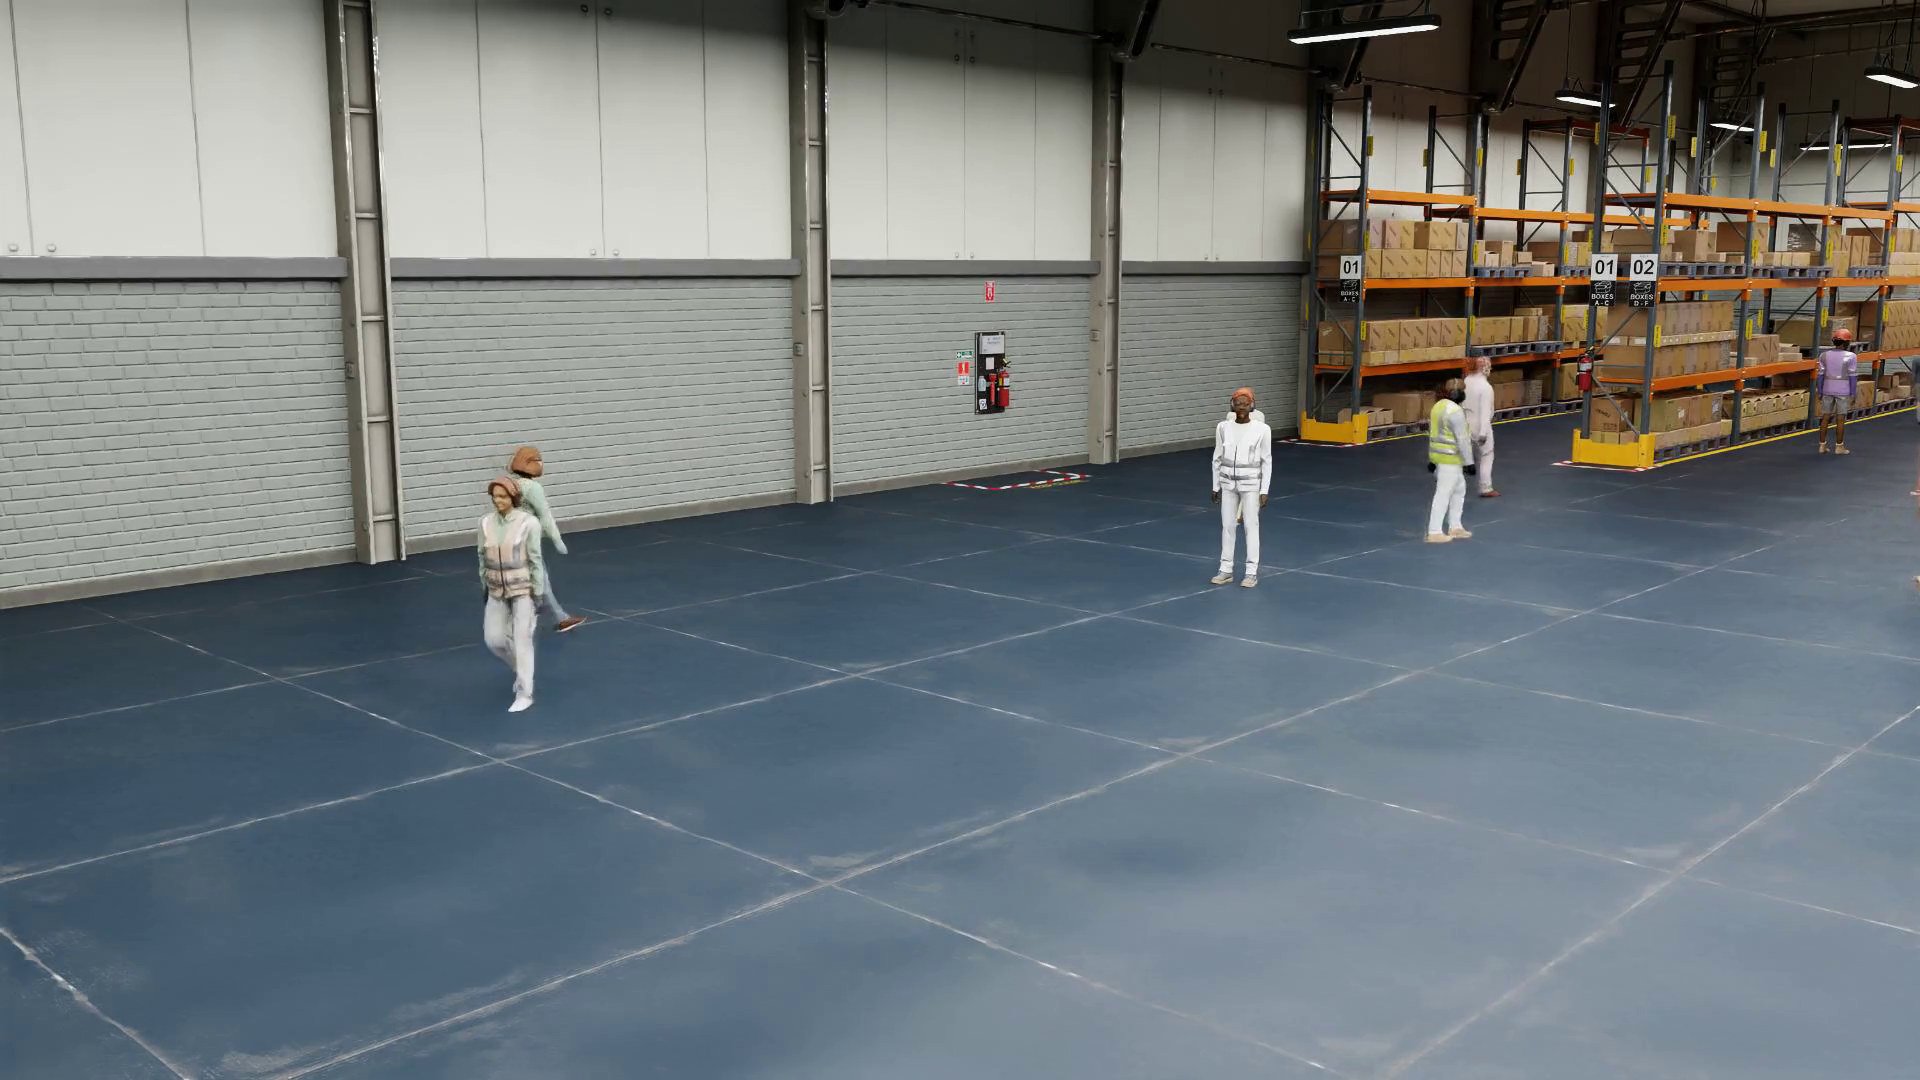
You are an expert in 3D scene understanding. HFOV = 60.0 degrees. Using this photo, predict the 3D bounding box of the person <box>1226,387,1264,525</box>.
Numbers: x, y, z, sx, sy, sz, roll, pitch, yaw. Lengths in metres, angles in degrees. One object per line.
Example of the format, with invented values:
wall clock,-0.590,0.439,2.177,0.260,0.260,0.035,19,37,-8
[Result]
person,3.364,-0.993,19.685,0.505,1.623,0.297,-3,10,-17

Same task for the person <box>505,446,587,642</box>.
person,-3.418,0.034,13.508,0.842,1.593,0.501,-6,11,-34

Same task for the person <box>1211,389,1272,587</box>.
person,2.668,-0.494,15.842,0.585,1.881,0.343,6,11,33

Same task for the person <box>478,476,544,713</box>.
person,-3.054,0.358,11.447,0.519,1.626,0.432,3,10,17

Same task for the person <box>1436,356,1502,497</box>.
person,6.735,-1.482,21.891,0.824,1.885,0.645,-3,10,-19

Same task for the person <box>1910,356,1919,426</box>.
person,18.425,-2.980,31.752,0.529,1.620,0.372,7,12,38

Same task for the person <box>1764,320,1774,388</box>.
person,17.353,-3.784,35.827,0.997,1.917,0.611,-7,12,-37

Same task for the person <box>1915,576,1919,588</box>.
person,8.749,-0.340,14.623,0.644,1.975,0.629,-2,10,-11

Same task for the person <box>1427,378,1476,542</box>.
person,5.494,-0.867,18.326,0.719,1.819,0.632,0,9,-1

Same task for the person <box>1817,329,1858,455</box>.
person,14.196,-2.389,26.909,0.375,2.042,0.615,-7,12,-37
